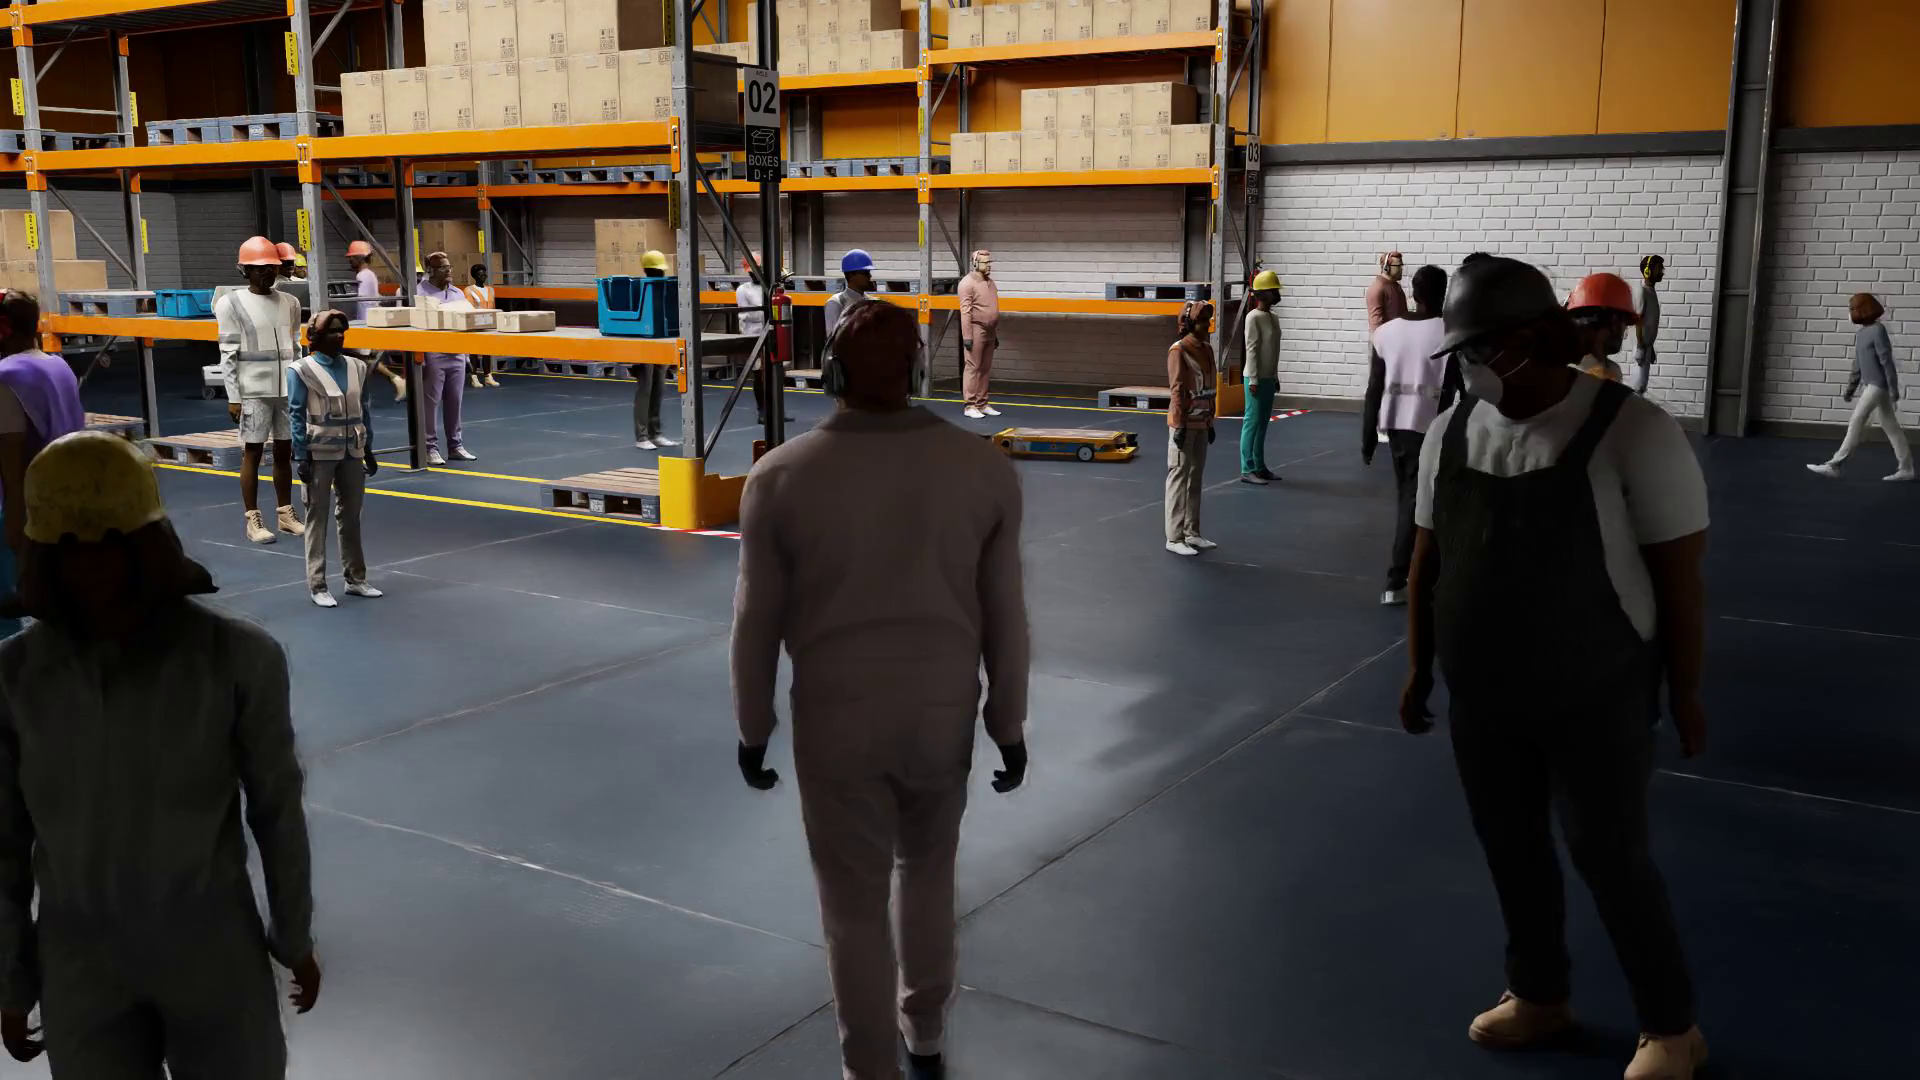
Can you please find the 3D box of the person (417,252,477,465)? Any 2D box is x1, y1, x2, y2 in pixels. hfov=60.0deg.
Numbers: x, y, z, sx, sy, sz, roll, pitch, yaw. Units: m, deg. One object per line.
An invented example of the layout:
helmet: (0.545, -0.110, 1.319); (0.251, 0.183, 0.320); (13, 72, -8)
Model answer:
person: (-4.693, -1.645, 15.103); (0.408, 1.913, 0.644); (6, 12, 32)

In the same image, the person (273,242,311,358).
person: (-6.914, -2.053, 17.135); (0.381, 1.994, 0.614); (6, 12, 32)

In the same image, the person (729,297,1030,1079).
person: (-0.204, 0.391, 3.885); (0.670, 1.888, 0.759); (-2, 10, -13)

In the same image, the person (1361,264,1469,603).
person: (2.659, -0.609, 9.459); (0.868, 1.880, 0.597); (-10, 14, -43)

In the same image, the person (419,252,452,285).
person: (-7.822, -3.394, 25.000); (0.404, 1.837, 0.593); (6, 12, 32)

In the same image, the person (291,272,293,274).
person: (-10.102, -3.437, 24.968); (0.644, 1.936, 0.629); (3, 11, 16)

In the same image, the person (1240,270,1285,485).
person: (2.533, -1.353, 13.883); (0.305, 1.772, 0.527); (6, 12, 32)

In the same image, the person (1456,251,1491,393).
person: (4.513, -1.480, 14.151); (0.636, 1.917, 0.599); (-5, 11, -26)

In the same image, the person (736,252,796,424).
person: (-2.147, -2.209, 18.324); (0.680, 1.892, 0.395); (-6, 12, -29)

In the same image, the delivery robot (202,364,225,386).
delivery robot: (-9.284, -2.124, 21.256); (0.707, 0.478, 0.477); (0, 10, -2)

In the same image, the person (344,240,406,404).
person: (-7.072, -2.571, 19.947); (0.797, 2.017, 0.639); (-3, 11, -14)

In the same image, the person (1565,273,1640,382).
person: (2.460, -0.095, 6.582); (0.422, 1.891, 0.714); (1, 10, 7)

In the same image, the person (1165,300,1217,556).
person: (1.499, -0.729, 10.783); (0.308, 1.641, 0.517); (6, 12, 32)

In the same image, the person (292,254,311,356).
person: (-9.199, -3.073, 23.237); (0.404, 1.833, 0.593); (6, 12, 32)

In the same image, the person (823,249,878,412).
person: (-0.816, -1.292, 13.041); (0.380, 1.951, 0.607); (6, 12, 32)

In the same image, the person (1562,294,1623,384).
person: (2.865, -0.290, 7.970); (0.522, 1.809, 0.956); (2, 10, 13)

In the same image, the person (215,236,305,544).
person: (-4.645, -1.003, 11.182); (0.376, 2.043, 0.609); (6, 12, 32)

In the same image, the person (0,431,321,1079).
person: (-1.328, 0.671, 2.752); (0.505, 1.729, 0.432); (-3, 11, -16)

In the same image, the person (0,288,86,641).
person: (-3.956, -0.137, 6.980); (0.691, 1.818, 0.609); (0, 10, 0)

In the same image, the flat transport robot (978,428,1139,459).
flat transport robot: (0.917, -0.910, 15.575); (1.431, 0.197, 0.652); (3, 11, 15)

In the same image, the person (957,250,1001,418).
person: (0.248, -2.353, 19.042); (0.408, 1.908, 0.644); (6, 12, 32)

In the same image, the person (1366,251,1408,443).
person: (4.322, -1.945, 16.782); (0.408, 1.908, 0.644); (6, 12, 32)

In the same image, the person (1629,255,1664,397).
person: (7.063, -1.987, 17.117); (0.326, 1.871, 0.520); (6, 12, 32)

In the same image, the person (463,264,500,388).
person: (-6.582, -2.940, 22.874); (0.318, 1.696, 0.537); (6, 12, 32)

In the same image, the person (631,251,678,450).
person: (-2.967, -1.836, 16.151); (0.408, 1.921, 0.634); (5, 11, 25)

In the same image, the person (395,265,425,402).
person: (-6.812, -2.611, 20.851); (0.305, 1.772, 0.527); (6, 12, 32)

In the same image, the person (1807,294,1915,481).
person: (7.667, -1.281, 14.024); (0.888, 1.561, 0.509); (4, 11, 19)

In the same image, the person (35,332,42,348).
person: (-11.905, -2.734, 21.057); (0.356, 1.941, 0.547); (6, 12, 32)

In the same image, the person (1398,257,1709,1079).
person: (1.393, 0.289, 4.030); (0.544, 2.000, 0.748); (-9, 14, -41)

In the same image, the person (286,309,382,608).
person: (-3.491, -0.459, 9.275); (0.308, 1.645, 0.517); (6, 12, 32)
